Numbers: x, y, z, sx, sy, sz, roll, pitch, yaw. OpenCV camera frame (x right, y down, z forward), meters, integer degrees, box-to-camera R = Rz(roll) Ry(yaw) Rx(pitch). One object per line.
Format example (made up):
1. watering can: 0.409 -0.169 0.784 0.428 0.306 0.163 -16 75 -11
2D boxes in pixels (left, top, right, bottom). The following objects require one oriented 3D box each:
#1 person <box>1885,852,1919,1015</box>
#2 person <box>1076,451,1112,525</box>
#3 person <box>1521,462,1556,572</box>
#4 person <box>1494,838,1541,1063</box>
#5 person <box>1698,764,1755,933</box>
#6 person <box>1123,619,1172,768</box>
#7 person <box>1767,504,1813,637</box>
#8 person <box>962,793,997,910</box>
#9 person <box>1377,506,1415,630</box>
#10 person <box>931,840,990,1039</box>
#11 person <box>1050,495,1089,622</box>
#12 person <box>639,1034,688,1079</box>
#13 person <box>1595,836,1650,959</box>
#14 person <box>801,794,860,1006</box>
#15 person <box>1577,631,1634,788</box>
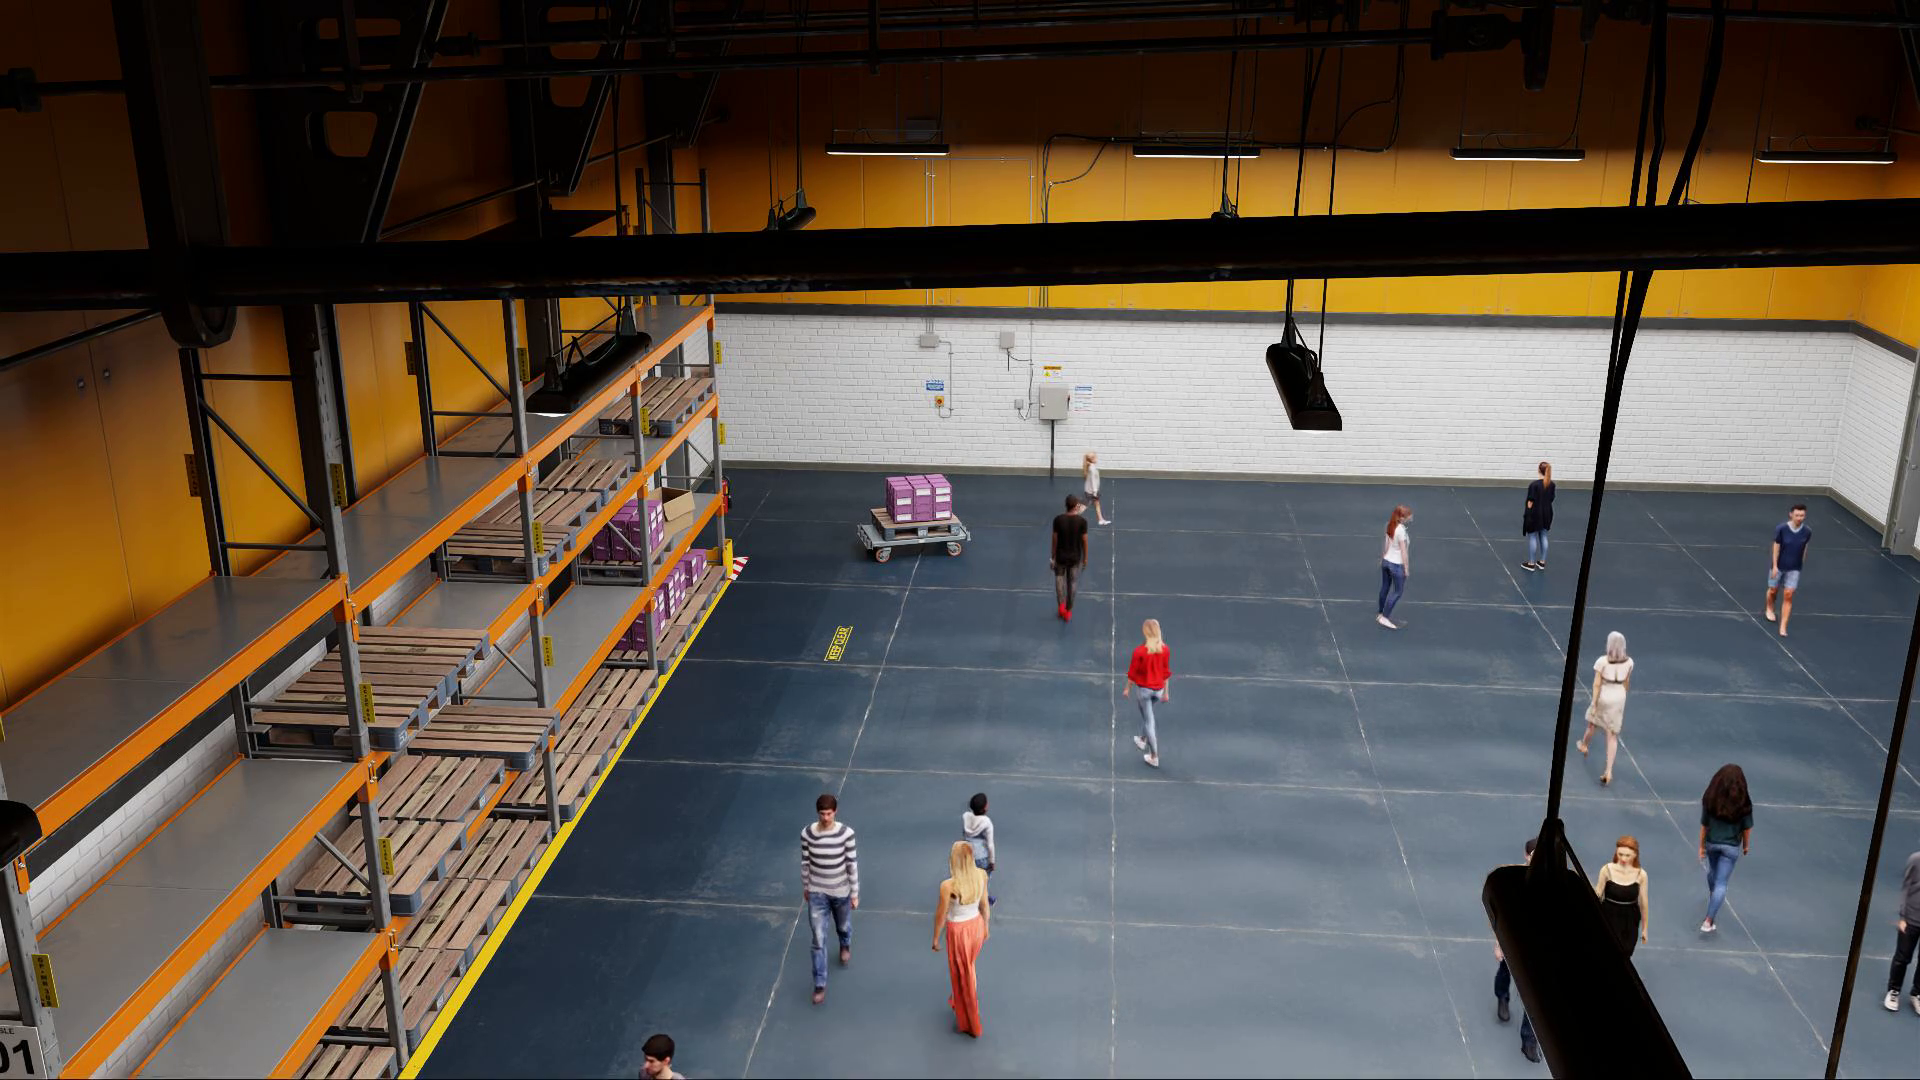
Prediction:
1. person: 8.253 3.240 14.226 0.671 1.759 0.635 7 20 20
2. person: 2.080 -0.815 27.065 0.610 1.249 0.838 0 19 -1
3. person: 8.730 -0.370 25.063 0.696 1.683 0.669 -5 19 -13
4. person: 4.691 3.309 13.896 0.664 1.838 1.153 1 19 4
5. person: 7.104 2.901 15.521 0.978 1.574 1.194 13 22 33
6. person: 2.183 1.754 18.768 0.890 1.676 1.023 -9 21 -25
7. person: 11.275 0.352 22.740 0.817 1.798 1.235 6 19 16
8. person: 0.134 2.984 15.783 0.651 1.250 0.789 10 21 26
9. person: 5.954 0.342 22.875 0.853 1.730 0.687 -11 21 -29
10. person: 0.090 3.357 13.826 0.870 1.792 0.939 -12 22 -32
11. person: 1.496 0.270 22.983 0.673 1.798 0.593 1 19 2
12. person: -1.913 4.166 11.395 1.055 1.809 1.279 12 22 31
13. person: 5.690 3.257 14.400 0.612 1.614 0.632 3 19 9
14. person: -1.127 3.058 14.694 0.735 1.805 1.188 0 19 -1
15. person: 7.195 1.892 18.339 0.677 1.687 1.159 0 19 -1
